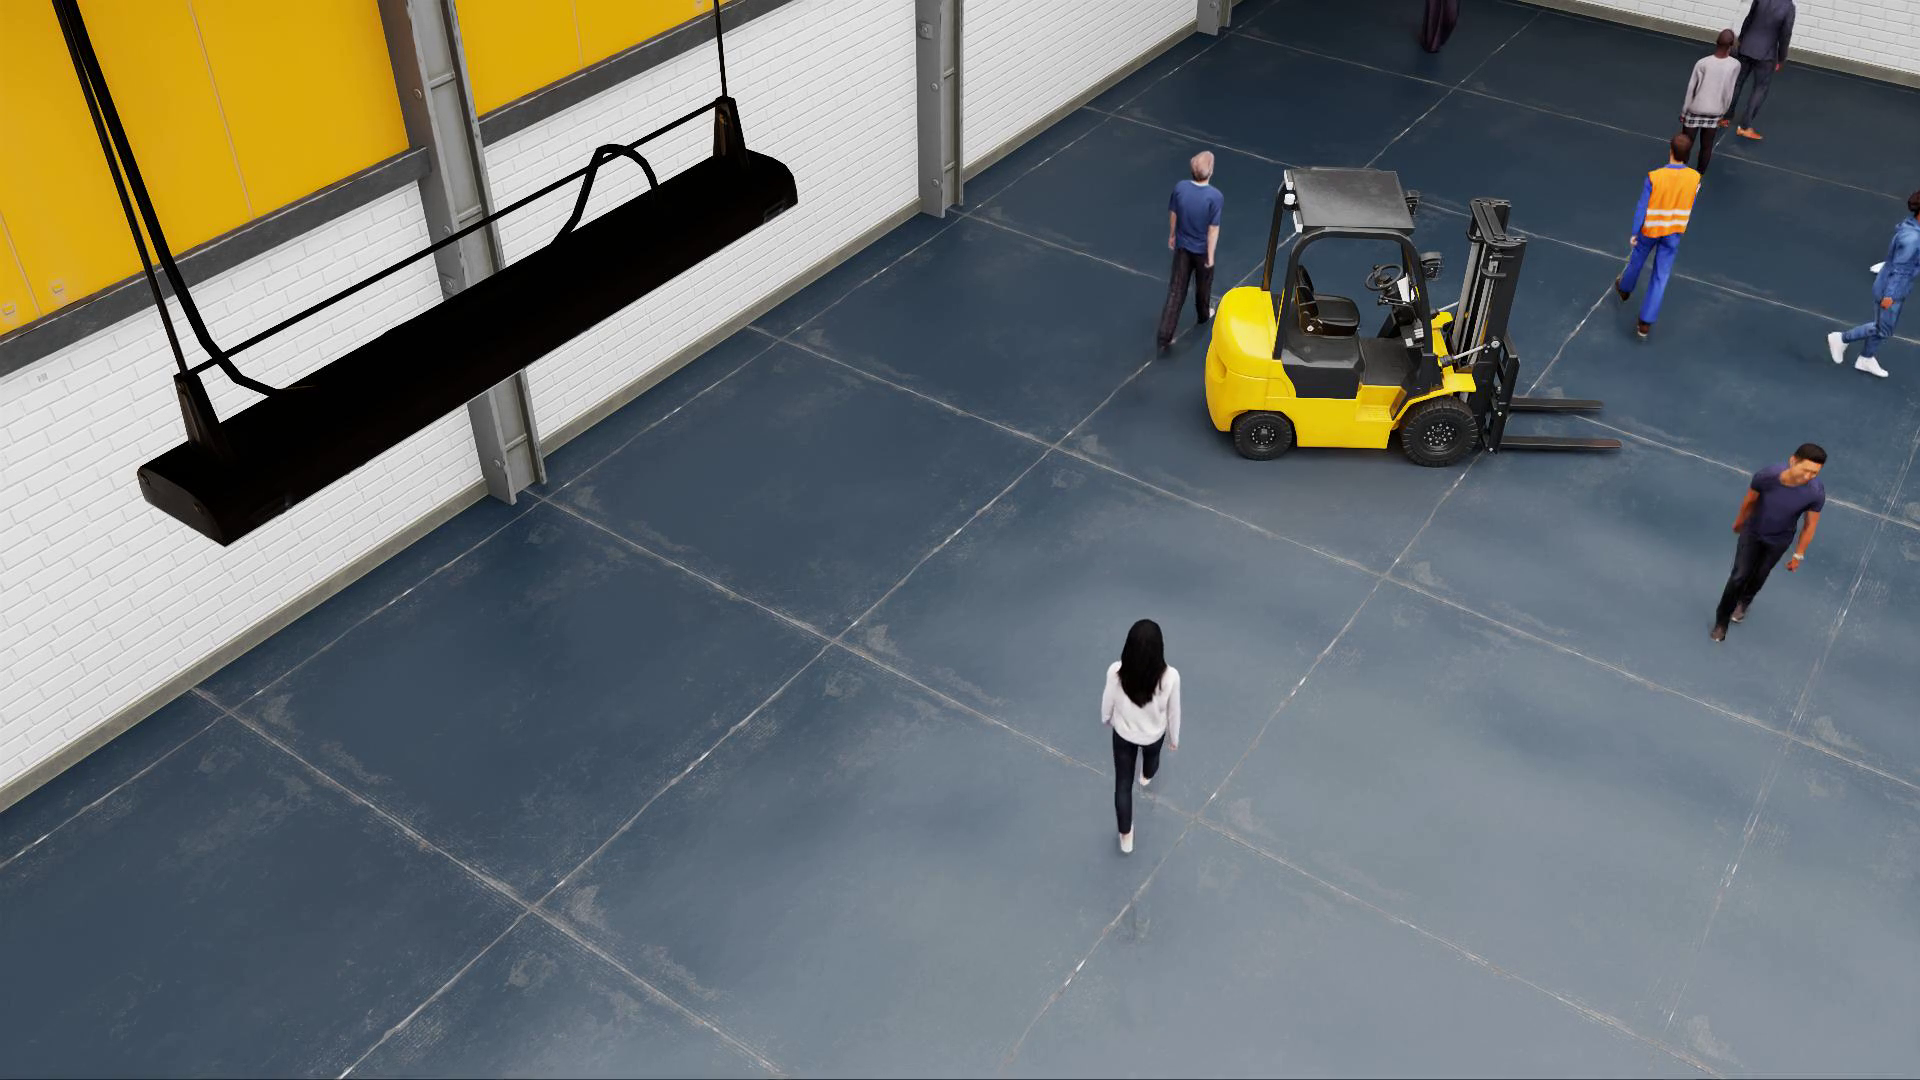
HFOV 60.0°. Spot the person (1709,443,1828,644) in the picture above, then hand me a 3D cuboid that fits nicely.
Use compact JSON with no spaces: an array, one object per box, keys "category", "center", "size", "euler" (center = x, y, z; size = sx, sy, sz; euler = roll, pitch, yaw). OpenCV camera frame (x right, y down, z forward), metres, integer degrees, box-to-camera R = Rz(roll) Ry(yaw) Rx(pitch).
[{"category":"person","center":[5.731,-0.069,11.806],"size":[0.691,1.737,0.892],"euler":[25,45,28]}]

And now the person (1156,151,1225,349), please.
[{"category":"person","center":[2.039,-2.546,14.838],"size":[0.744,1.824,1.204],"euler":[20,43,23]}]

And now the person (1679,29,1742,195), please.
[{"category":"person","center":[7.730,-4.442,17.254],"size":[0.693,1.771,0.684],"euler":[5,39,7]}]

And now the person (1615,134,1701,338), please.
[{"category":"person","center":[6.356,-2.728,15.071],"size":[1.084,1.817,1.327],"euler":[4,39,5]}]

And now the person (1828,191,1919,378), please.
[{"category":"person","center":[8.060,-2.250,14.490],"size":[0.786,1.796,0.762],"euler":[30,47,32]}]

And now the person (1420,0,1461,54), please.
[{"category":"person","center":[5.900,-6.814,20.355],"size":[0.808,1.608,0.872],"euler":[-4,39,-4]}]

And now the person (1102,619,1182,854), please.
[{"category":"person","center":[1.091,1.246,10.216],"size":[0.959,1.666,1.130],"euler":[3,39,4]}]

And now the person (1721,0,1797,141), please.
[{"category":"person","center":[8.817,-5.418,18.459],"size":[0.944,1.792,0.791],"euler":[30,48,32]}]
